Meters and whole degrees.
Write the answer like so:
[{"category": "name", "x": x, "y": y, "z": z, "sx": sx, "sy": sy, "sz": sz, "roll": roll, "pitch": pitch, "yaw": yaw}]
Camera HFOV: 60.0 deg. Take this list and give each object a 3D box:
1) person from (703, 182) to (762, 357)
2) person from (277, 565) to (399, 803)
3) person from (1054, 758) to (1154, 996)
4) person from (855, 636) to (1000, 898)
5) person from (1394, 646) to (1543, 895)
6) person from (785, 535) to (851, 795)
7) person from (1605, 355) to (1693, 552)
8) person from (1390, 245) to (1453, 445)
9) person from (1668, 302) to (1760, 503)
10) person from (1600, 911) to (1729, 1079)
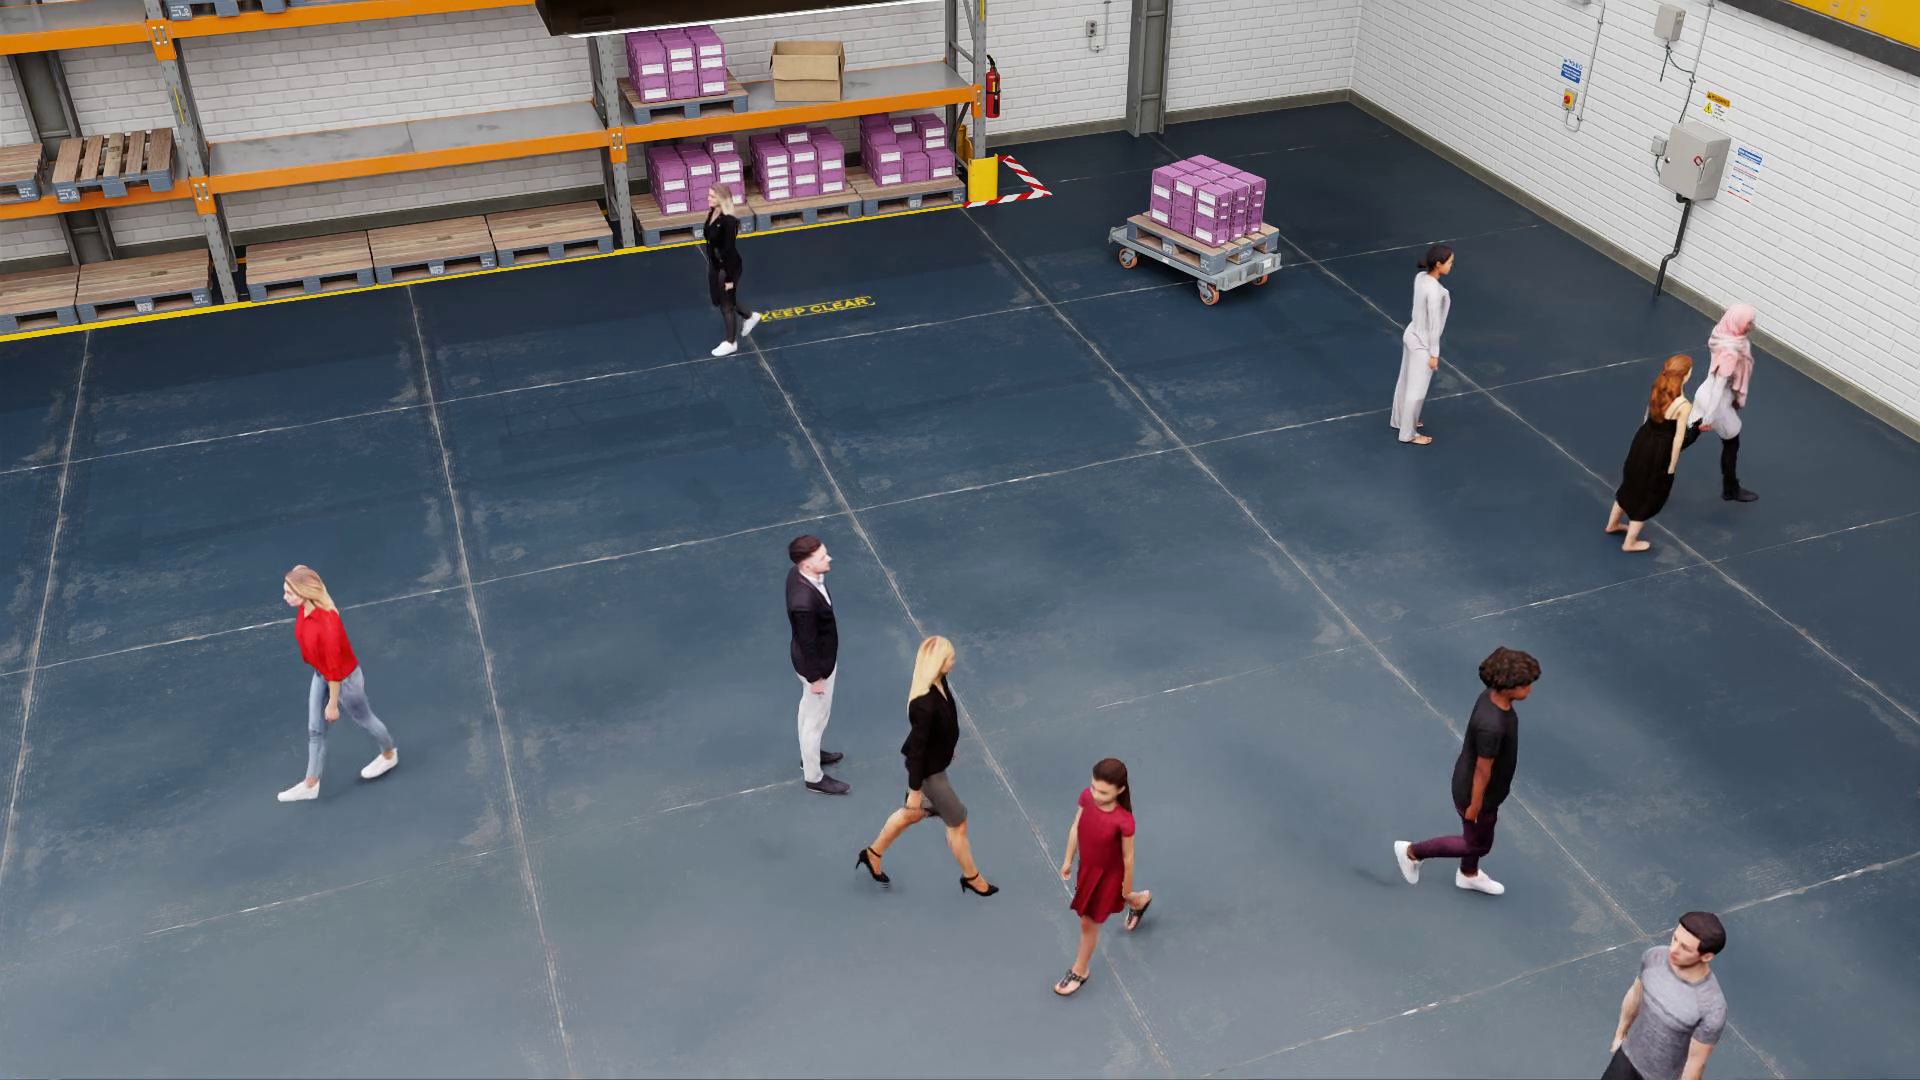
[{"category": "person", "x": -2.077, "y": -2.503, "z": 15.317, "sx": 0.870, "sy": 1.672, "sz": 0.732, "roll": -21, "pitch": 39, "yaw": -28}, {"category": "person", "x": -3.772, "y": 0.839, "z": 10.287, "sx": 1.109, "sy": 1.674, "sz": 0.908, "roll": -29, "pitch": 43, "yaw": -36}, {"category": "person", "x": 0.830, "y": 1.741, "z": 9.064, "sx": 1.093, "sy": 1.525, "sz": 0.789, "roll": -25, "pitch": 41, "yaw": -33}, {"category": "person", "x": -0.274, "y": 1.322, "z": 9.454, "sx": 1.198, "sy": 1.791, "sz": 0.960, "roll": 3, "pitch": 34, "yaw": 5}, {"category": "person", "x": 2.900, "y": 1.332, "z": 9.462, "sx": 1.002, "sy": 1.766, "sz": 0.916, "roll": 11, "pitch": 35, "yaw": 17}, {"category": "person", "x": -0.917, "y": 0.747, "z": 10.273, "sx": 0.631, "sy": 1.844, "sz": 0.704, "roll": -4, "pitch": 34, "yaw": -6}, {"category": "person", "x": 5.230, "y": -0.662, "z": 12.598, "sx": 0.569, "sy": 1.615, "sz": 0.583, "roll": -11, "pitch": 35, "yaw": -16}, {"category": "person", "x": 3.883, "y": -1.663, "z": 13.991, "sx": 0.646, "sy": 1.740, "sz": 0.696, "roll": -2, "pitch": 34, "yaw": -2}, {"category": "person", "x": 5.816, "y": -1.041, "z": 13.047, "sx": 1.256, "sy": 1.750, "sz": 0.979, "roll": 3, "pitch": 34, "yaw": 4}, {"category": "person", "x": 3.313, "y": 2.438, "z": 7.726, "sx": 0.922, "sy": 1.846, "sz": 0.676, "roll": -12, "pitch": 36, "yaw": -18}]
